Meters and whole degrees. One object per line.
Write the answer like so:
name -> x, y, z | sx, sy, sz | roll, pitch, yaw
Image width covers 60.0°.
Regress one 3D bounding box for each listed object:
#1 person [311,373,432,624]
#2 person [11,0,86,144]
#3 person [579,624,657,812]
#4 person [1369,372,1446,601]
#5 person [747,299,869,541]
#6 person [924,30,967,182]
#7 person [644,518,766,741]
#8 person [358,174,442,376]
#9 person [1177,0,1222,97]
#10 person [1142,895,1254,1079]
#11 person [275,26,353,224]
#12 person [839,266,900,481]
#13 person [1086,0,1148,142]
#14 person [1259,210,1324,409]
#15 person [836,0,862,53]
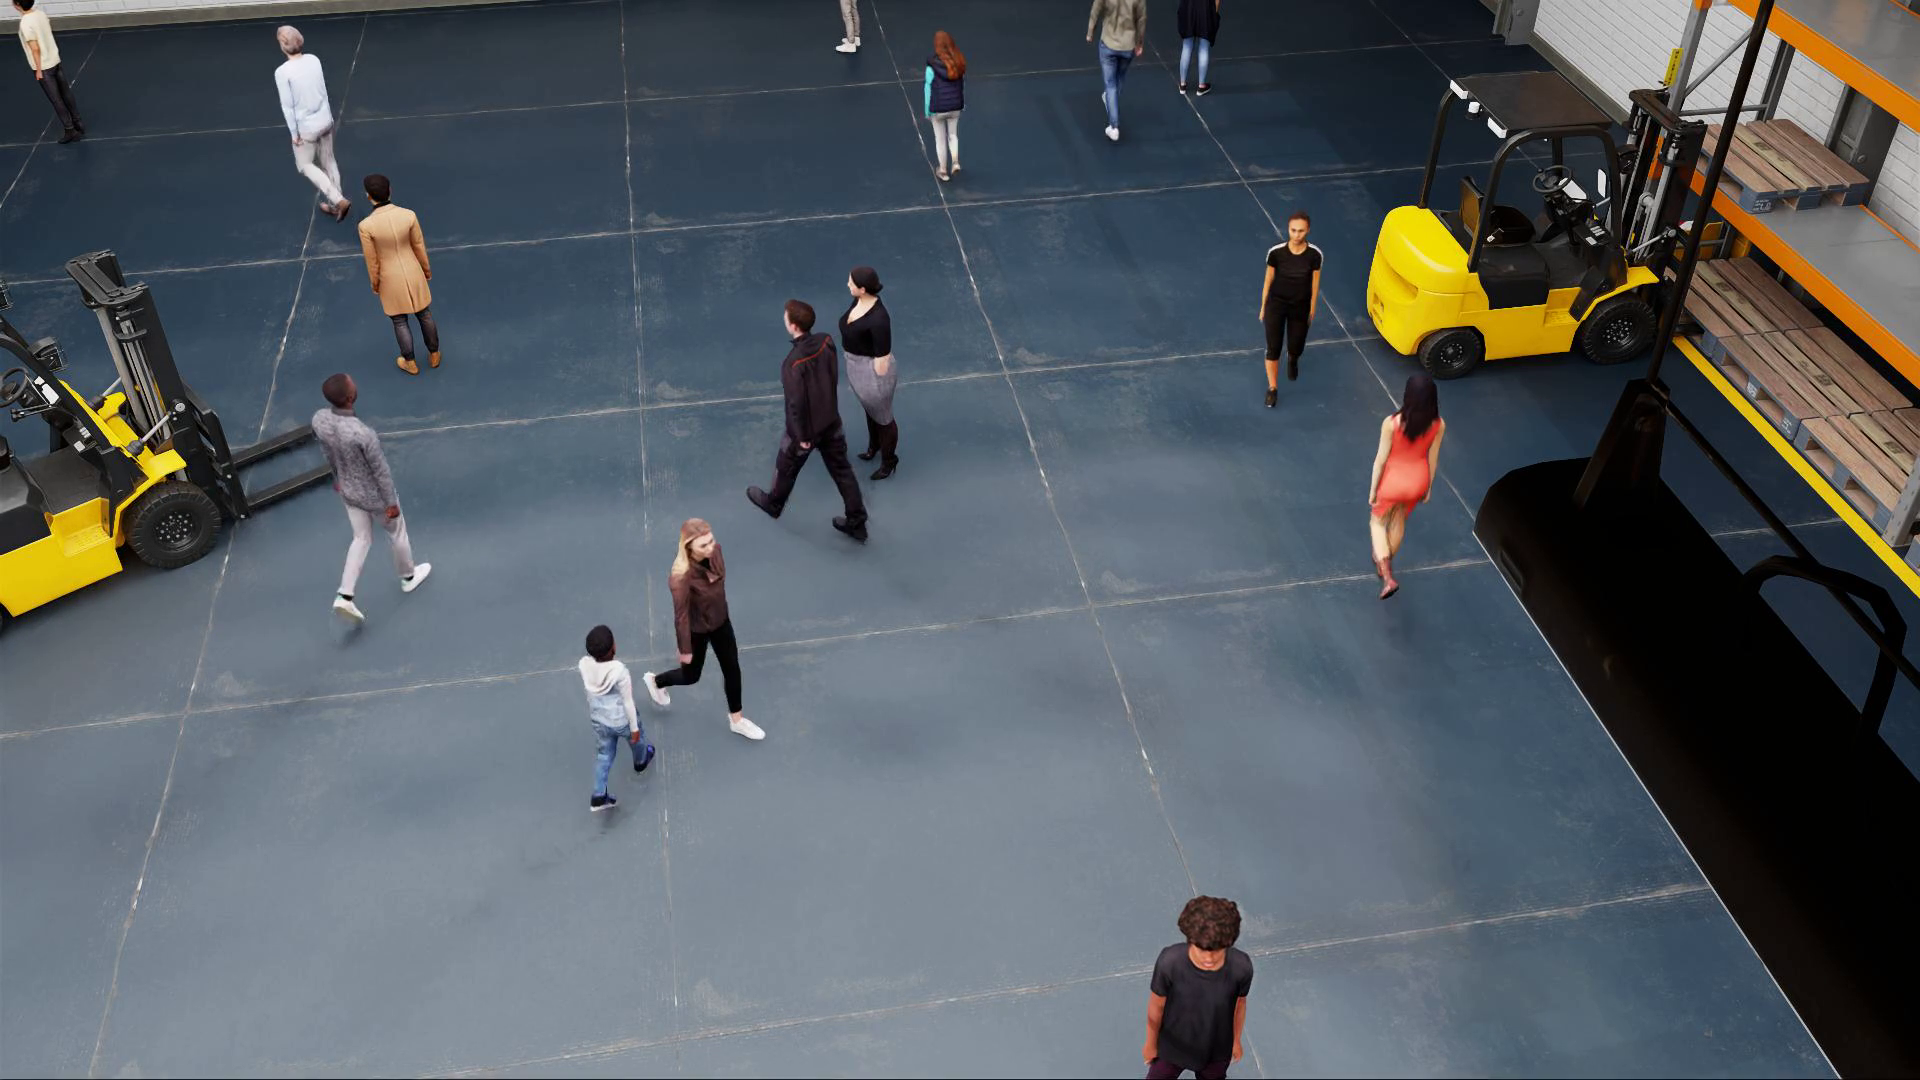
person -> -3.953, -0.253, 10.890 | 1.042, 1.815, 1.192 | 15, 41, 18
person -> -9.207, -4.791, 16.756 | 0.687, 1.587, 0.472 | 0, 39, 0
person -> -2.061, 1.053, 9.712 | 0.734, 1.246, 0.935 | 10, 40, 12
person -> 2.948, -0.310, 11.053 | 0.673, 1.702, 0.950 | -1, 39, -1
person -> -0.949, -0.778, 11.507 | 1.275, 1.866, 1.170 | 27, 46, 29
person -> -0.112, -4.157, 16.038 | 0.650, 1.493, 0.679 | -16, 41, -20
person -> -1.615, 0.516, 10.037 | 1.079, 1.678, 1.075 | 19, 43, 23
person -> -4.482, -2.126, 13.306 | 0.737, 1.727, 0.751 | -22, 44, -26
person -> 2.529, -5.555, 17.635 | 0.717, 1.684, 0.727 | 13, 40, 16
person -> 1.092, 2.286, 7.737 | 0.654, 1.784, 0.610 | -1, 39, -2
person -> -5.878, -3.764, 15.235 | 1.042, 1.880, 0.973 | 25, 45, 28
person -> -0.631, -1.234, 12.166 | 0.775, 1.756, 0.617 | -13, 41, -16
person -> 1.593, -4.929, 16.745 | 0.712, 1.817, 1.147 | -6, 39, -7
person -> 2.574, -1.859, 13.026 | 0.752, 1.660, 0.870 | 9, 40, 11
person -> -1.254, -6.211, 18.671 | 0.657, 1.417, 0.554 | 11, 40, 14
